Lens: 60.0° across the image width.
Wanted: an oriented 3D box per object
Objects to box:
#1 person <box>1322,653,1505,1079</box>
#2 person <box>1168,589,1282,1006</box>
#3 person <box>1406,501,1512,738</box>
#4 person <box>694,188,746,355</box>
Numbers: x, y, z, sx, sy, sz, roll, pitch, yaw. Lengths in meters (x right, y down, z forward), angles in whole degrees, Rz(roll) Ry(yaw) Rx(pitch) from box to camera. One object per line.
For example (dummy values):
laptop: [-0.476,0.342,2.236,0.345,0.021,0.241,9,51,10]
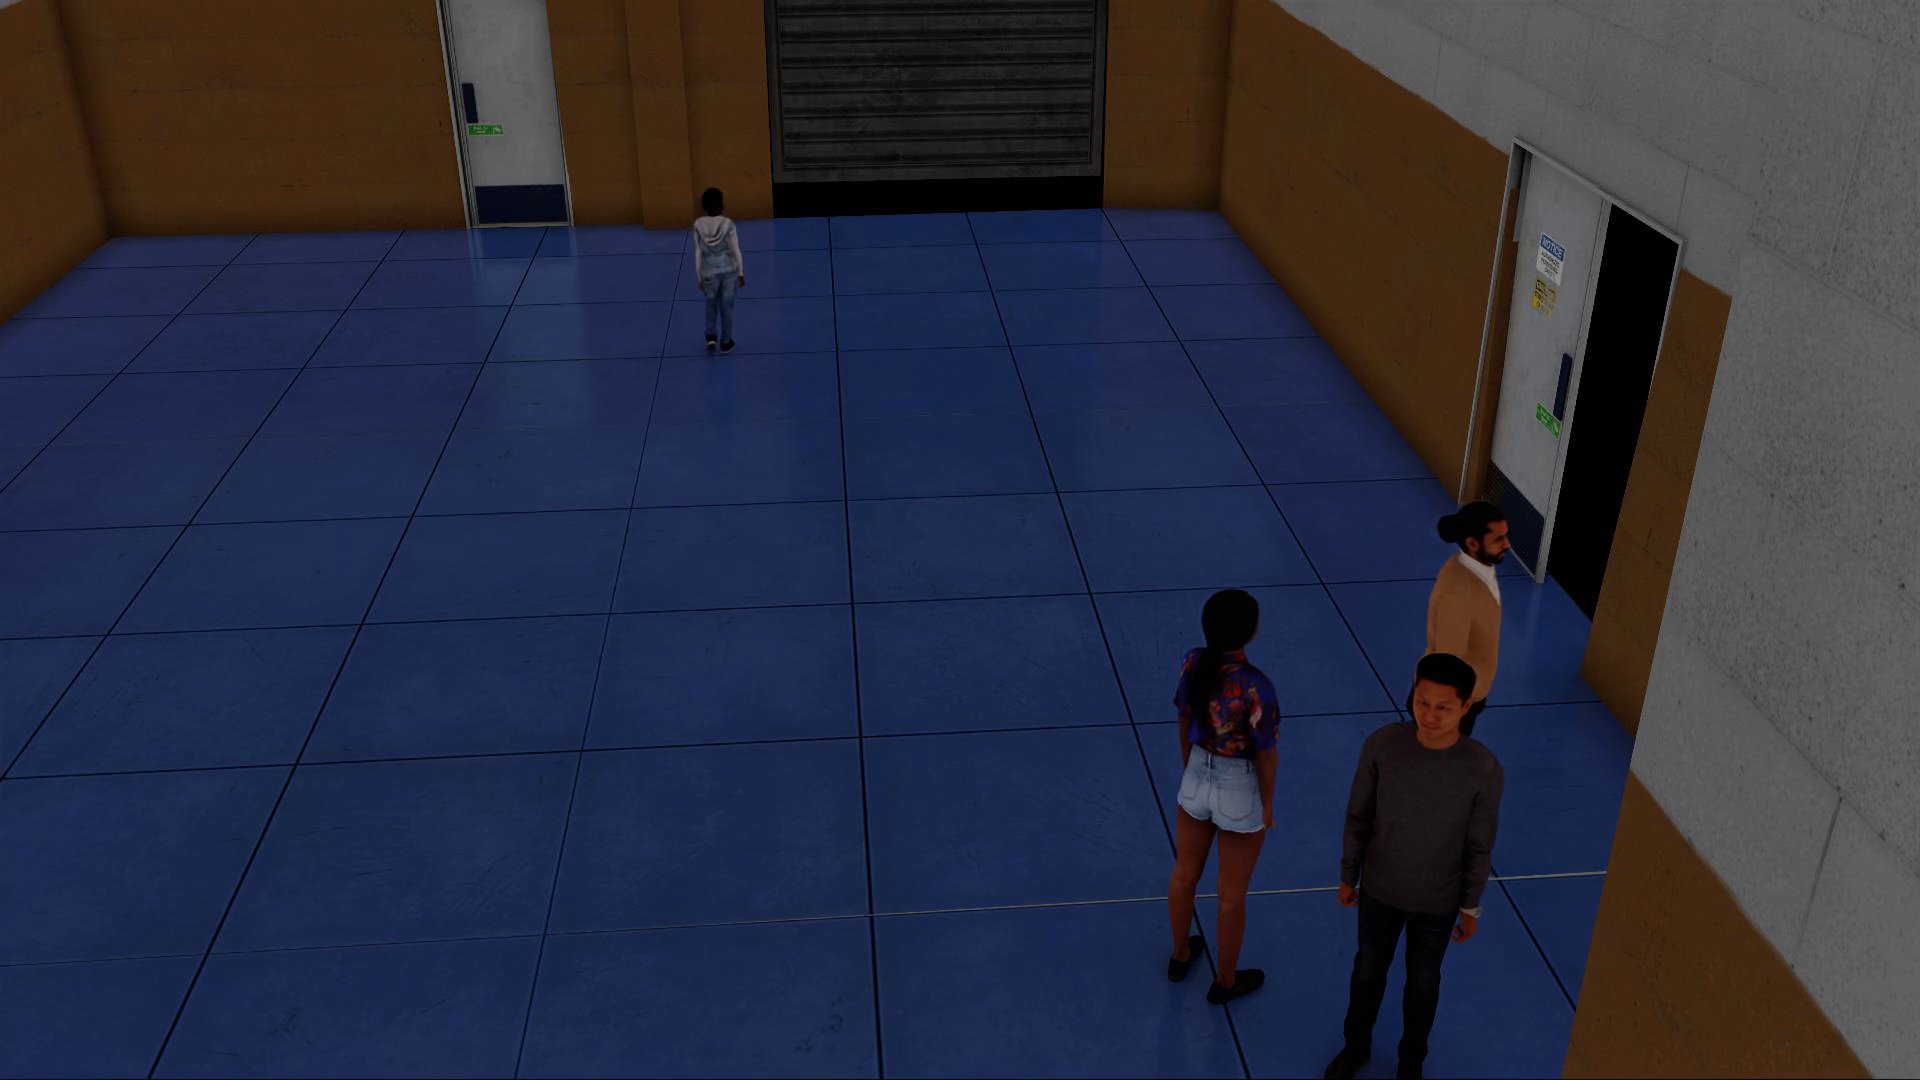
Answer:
person: [1.546,1.167,5.667,0.649,1.769,0.774,-9,28,-17]
person: [0.961,0.944,6.136,0.663,1.743,0.713,23,35,37]
person: [1.981,0.637,6.723,0.746,1.754,0.751,11,29,21]
person: [-1.825,-1.995,12.477,0.497,1.250,0.587,3,27,6]
